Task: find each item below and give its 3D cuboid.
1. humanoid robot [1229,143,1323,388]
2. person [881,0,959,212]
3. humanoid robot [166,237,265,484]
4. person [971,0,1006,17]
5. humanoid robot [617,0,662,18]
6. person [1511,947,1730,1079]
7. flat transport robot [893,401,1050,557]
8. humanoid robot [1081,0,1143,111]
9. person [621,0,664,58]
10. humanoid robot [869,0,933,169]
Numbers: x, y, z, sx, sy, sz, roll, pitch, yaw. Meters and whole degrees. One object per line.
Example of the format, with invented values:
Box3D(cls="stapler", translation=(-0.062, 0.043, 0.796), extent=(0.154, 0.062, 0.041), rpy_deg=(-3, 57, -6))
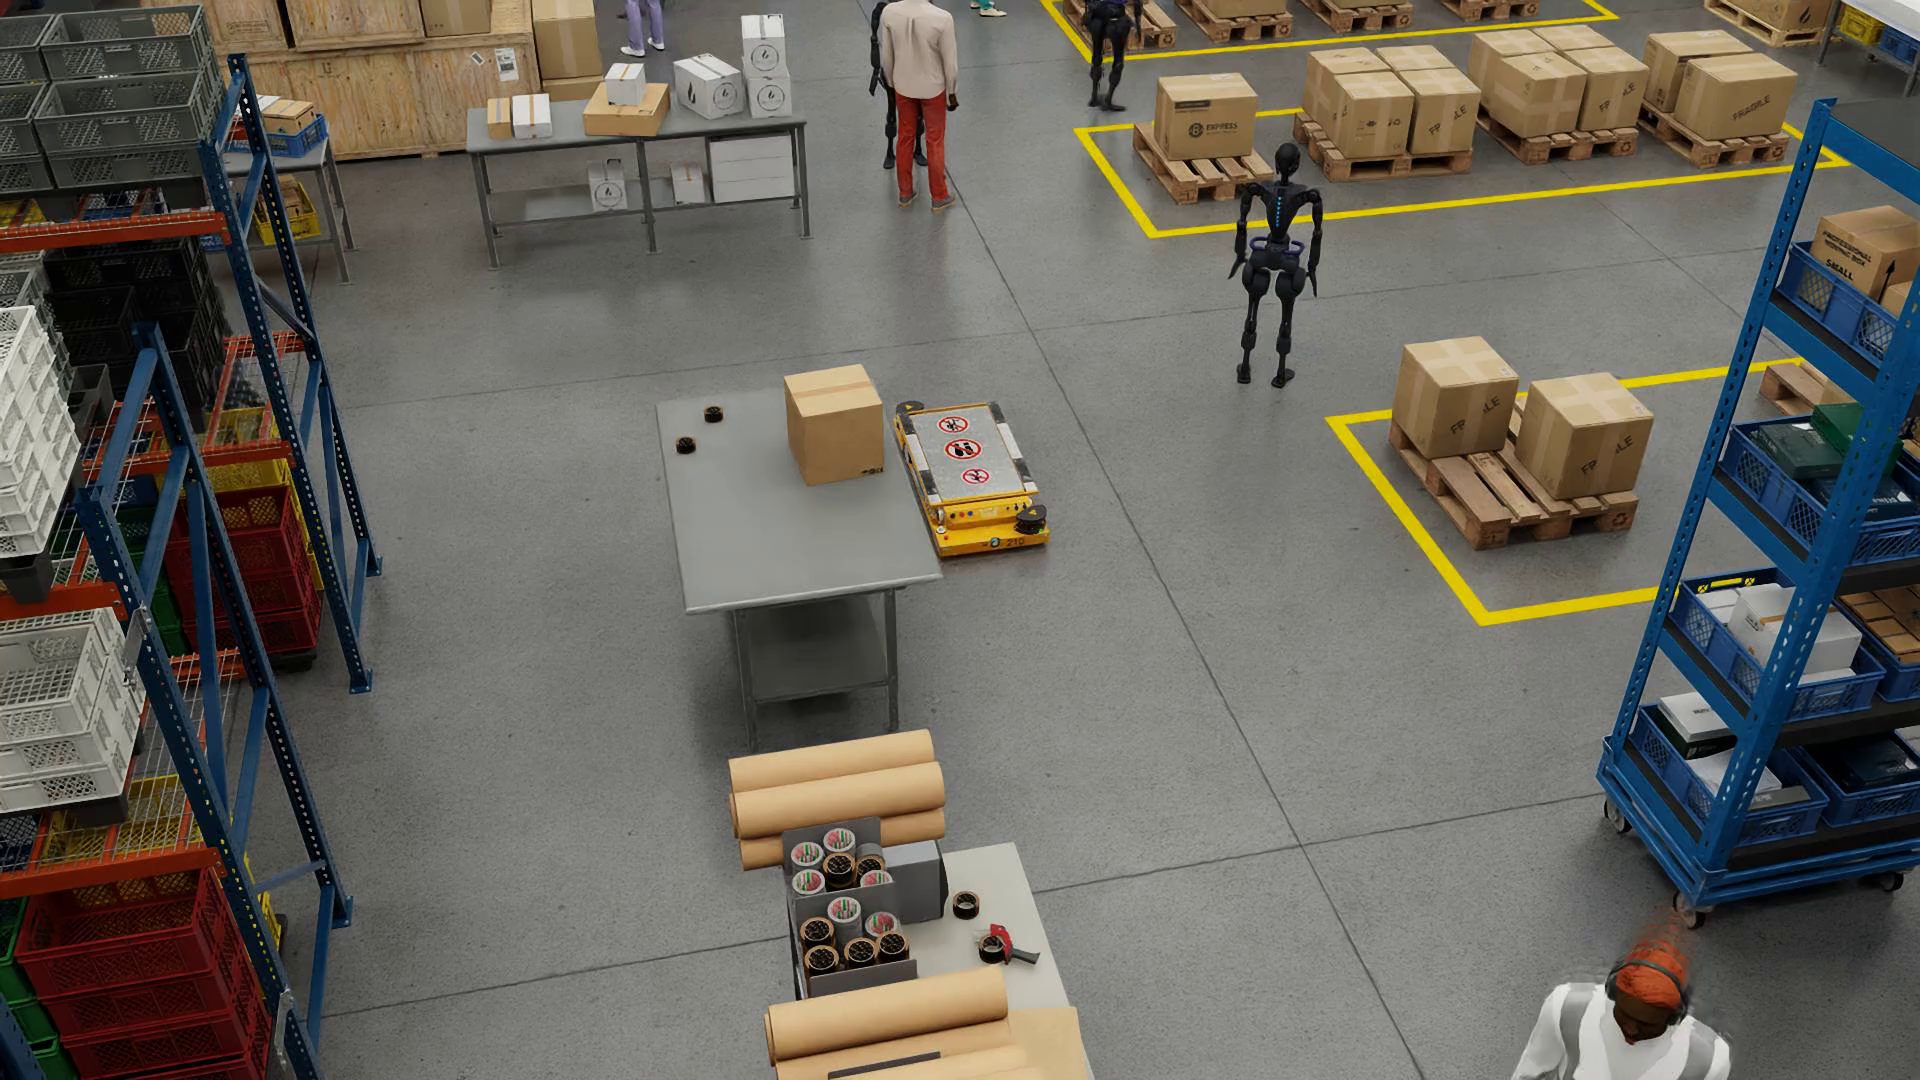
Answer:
Box3D(cls="humanoid robot", translation=(2.040, -1.781, 10.756), extent=(0.586, 1.657, 0.327), rpy_deg=(11, 38, 14))
Box3D(cls="person", translation=(-0.295, -3.498, 12.811), extent=(0.609, 1.994, 0.376), rpy_deg=(13, 39, 17))
Box3D(cls="humanoid robot", translation=(-4.258, -0.983, 9.695), extent=(0.484, 1.640, 0.646), rpy_deg=(2, 37, 2))
Box3D(cls="person", translation=(0.281, -6.126, 16.534), extent=(0.326, 1.765, 0.524), rpy_deg=(-10, 38, -13))
Box3D(cls="humanoid robot", translation=(-3.276, -5.977, 16.412), extent=(0.473, 1.632, 0.589), rpy_deg=(-16, 39, -20))
Box3D(cls="person", translation=(2.082, 2.030, 5.484), extent=(0.619, 1.863, 0.669), rpy_deg=(20, 41, 25))
Box3D(cls="flat transport robot", translation=(0.046, -0.430, 10.108), extent=(0.652, 0.197, 1.431), rpy_deg=(-8, 37, -10))
Box3D(cls="humanoid robot", translation=(1.317, -4.588, 14.536), extent=(0.624, 1.652, 0.324), rpy_deg=(25, 43, 29))
Box3D(cls="person", translation=(-3.082, -5.507, 15.567), extent=(0.592, 1.924, 0.379), rpy_deg=(-30, 46, -34))
Box3D(cls="humanoid robot", translation=(-0.439, -3.843, 13.527), extent=(0.616, 1.657, 0.310), rpy_deg=(-7, 37, -10))
